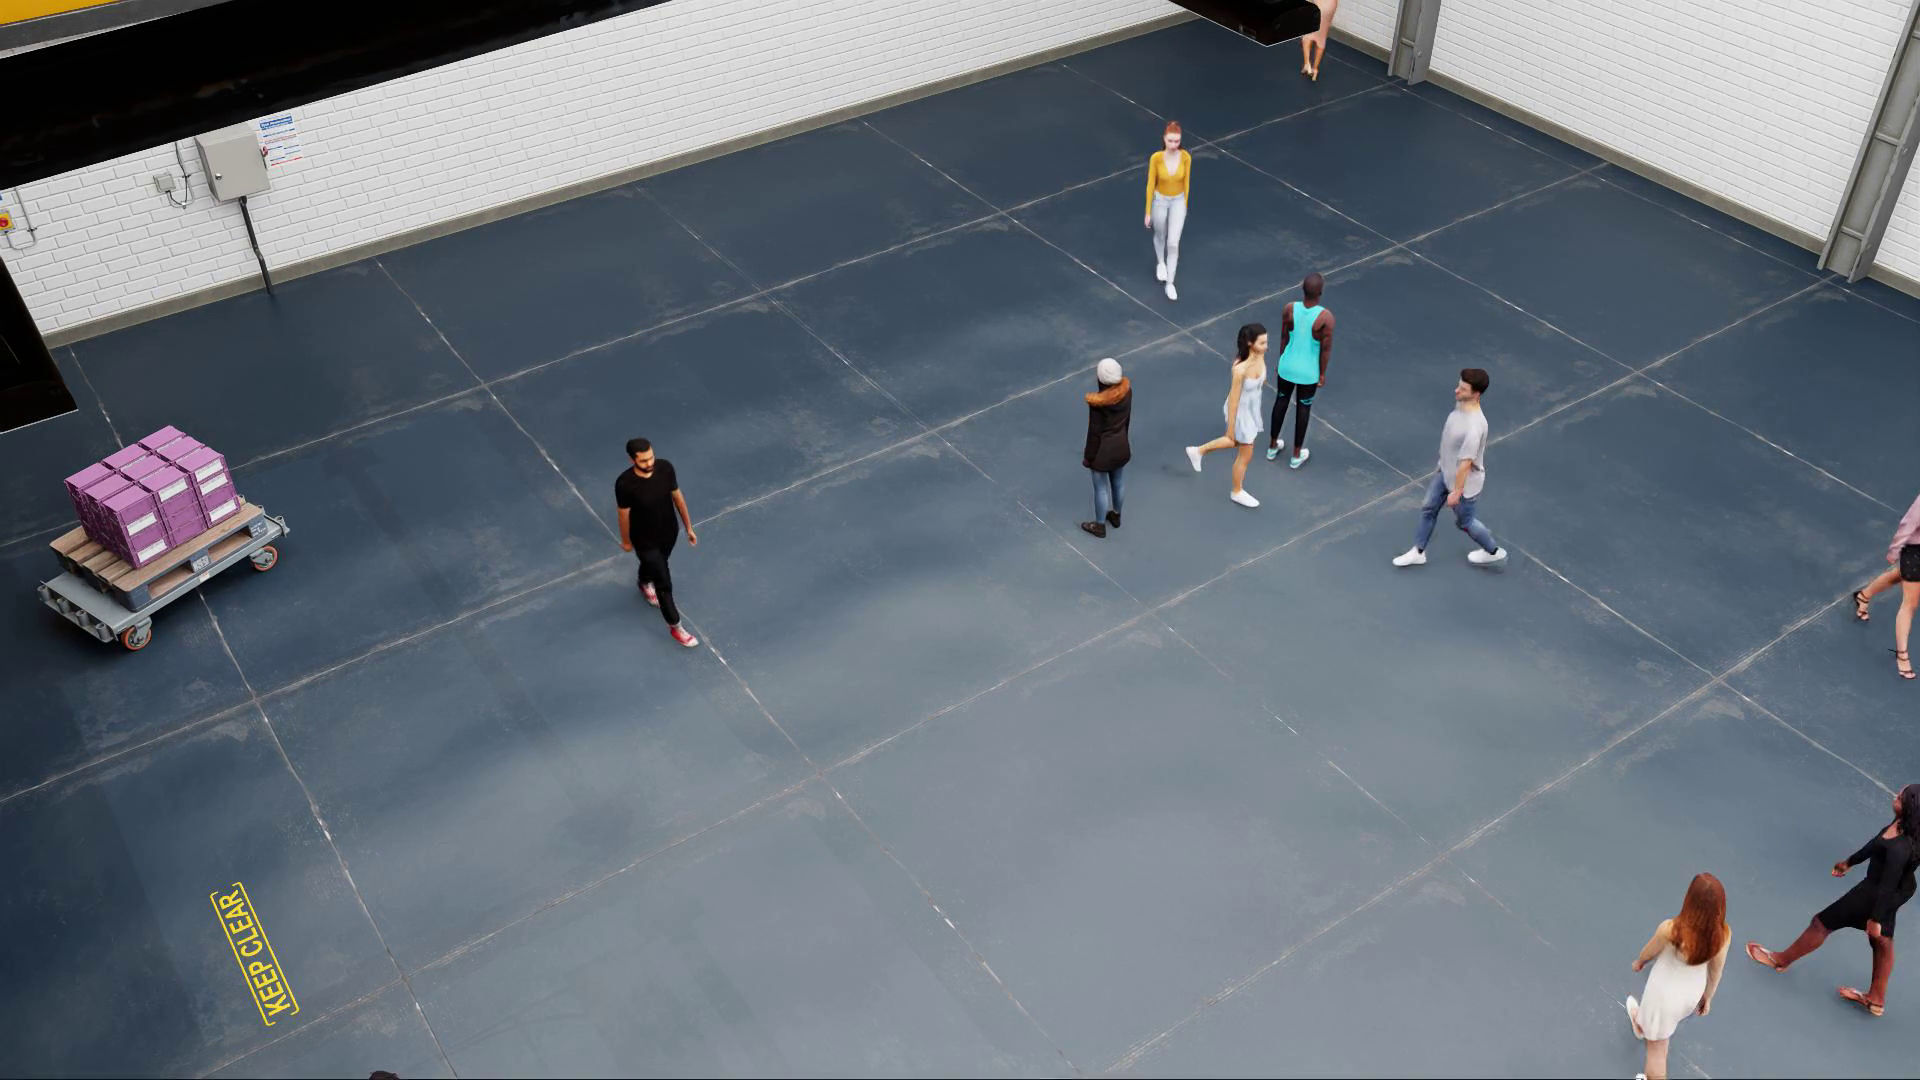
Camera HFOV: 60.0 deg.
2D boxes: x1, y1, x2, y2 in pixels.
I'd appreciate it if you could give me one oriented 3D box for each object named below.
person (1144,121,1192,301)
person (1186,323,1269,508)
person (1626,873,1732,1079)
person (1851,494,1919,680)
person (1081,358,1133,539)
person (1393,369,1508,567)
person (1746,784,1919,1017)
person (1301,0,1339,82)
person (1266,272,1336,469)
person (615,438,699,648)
[{"bbox_3d":[2.026,-3.322,16.413,0.924,1.717,1.081,-2,39,-2],"label":"person"},{"bbox_3d":[2.233,-1.055,13.579,1.027,1.712,0.832,23,44,26],"label":"person"},{"bbox_3d":[3.928,2.547,9.094,0.874,1.681,1.045,-2,39,-2],"label":"person"},{"bbox_3d":[6.952,0.065,12.141,0.937,1.756,1.198,-7,39,-8],"label":"person"},{"bbox_3d":[1.180,-0.743,13.250,0.634,1.635,0.605,-27,46,-30],"label":"person"},{"bbox_3d":[3.921,-0.505,12.776,1.063,1.855,1.151,-1,39,-1],"label":"person"},{"bbox_3d":[5.409,2.118,9.627,1.092,1.686,0.792,27,46,30],"label":"person"},{"bbox_3d":[4.437,-6.478,20.282,0.707,1.821,0.735,-3,39,-4],"label":"person"},{"bbox_3d":[2.842,-1.431,13.974,0.613,1.806,0.733,19,42,22],"label":"person"},{"bbox_3d":[-2.319,-0.090,12.362,1.178,1.723,0.783,31,48,33],"label":"person"}]
